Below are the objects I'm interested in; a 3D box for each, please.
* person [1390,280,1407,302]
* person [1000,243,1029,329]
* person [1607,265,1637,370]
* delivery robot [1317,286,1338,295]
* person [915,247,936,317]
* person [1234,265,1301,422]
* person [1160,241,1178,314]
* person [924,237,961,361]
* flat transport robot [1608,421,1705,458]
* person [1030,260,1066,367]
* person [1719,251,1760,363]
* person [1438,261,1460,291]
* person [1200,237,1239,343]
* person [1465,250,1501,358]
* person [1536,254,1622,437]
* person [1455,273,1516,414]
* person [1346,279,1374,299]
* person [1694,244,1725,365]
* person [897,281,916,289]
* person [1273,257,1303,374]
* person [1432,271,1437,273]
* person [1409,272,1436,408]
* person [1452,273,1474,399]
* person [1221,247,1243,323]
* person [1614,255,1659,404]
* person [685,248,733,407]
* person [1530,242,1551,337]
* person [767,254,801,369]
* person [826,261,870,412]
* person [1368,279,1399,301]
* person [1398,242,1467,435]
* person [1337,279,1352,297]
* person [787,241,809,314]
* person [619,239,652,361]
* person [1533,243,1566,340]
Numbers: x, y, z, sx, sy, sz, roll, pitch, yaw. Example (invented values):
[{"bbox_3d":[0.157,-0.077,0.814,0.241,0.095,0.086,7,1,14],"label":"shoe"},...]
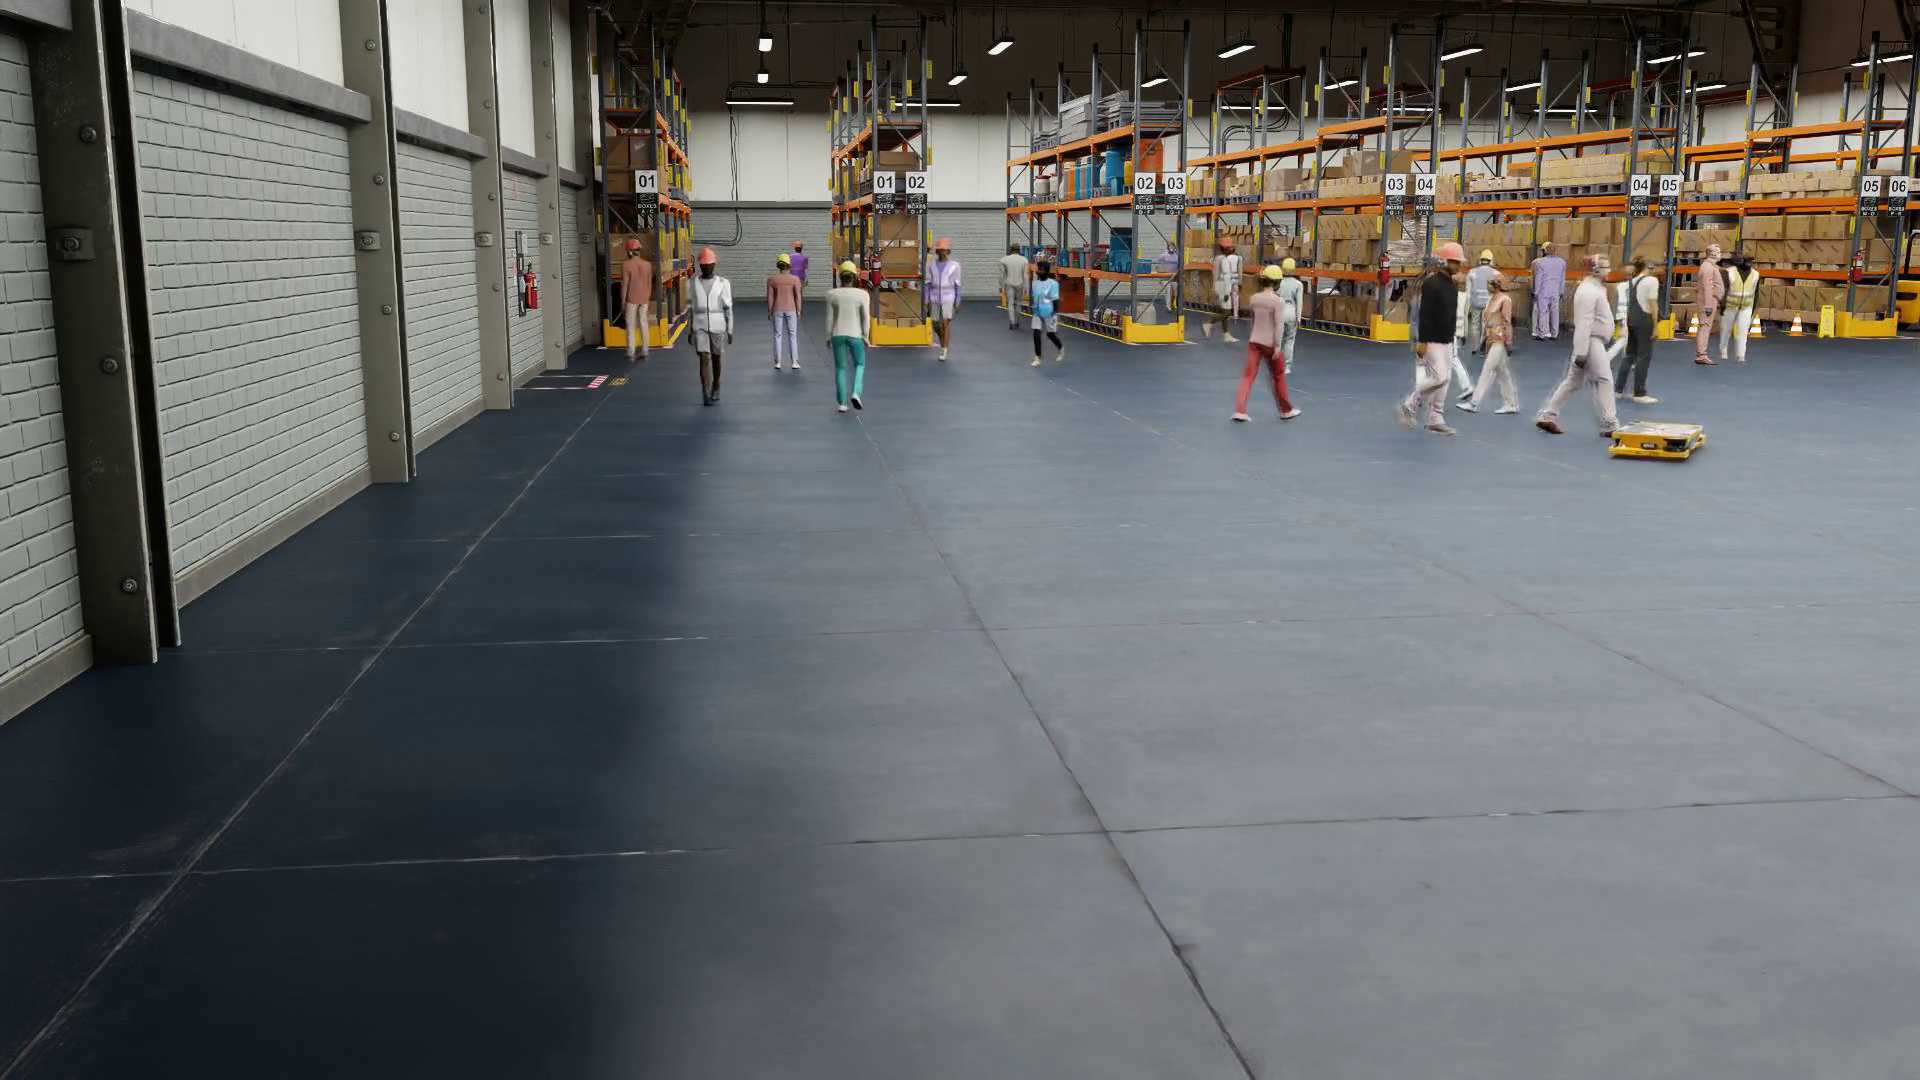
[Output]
[{"bbox_3d":[10.354,-6.137,39.581,0.592,1.916,0.392,1,10,7],"label":"person"},{"bbox_3d":[1.203,-5.616,36.792,0.639,1.903,0.990,0,10,-1],"label":"person"},{"bbox_3d":[10.038,-3.353,25.157,0.762,1.608,0.519,-3,11,-14],"label":"person"},{"bbox_3d":[10.943,-7.293,49.392,0.707,0.478,0.477,-1,10,-5],"label":"delivery robot"},{"bbox_3d":[-0.856,-6.459,41.339,0.572,1.914,0.589,-3,11,-18],"label":"person"},{"bbox_3d":[3.383,-2.158,18.311,0.913,1.720,0.525,-9,14,-40],"label":"person"},{"bbox_3d":[5.577,-6.957,44.065,0.634,1.919,0.582,-1,10,-5],"label":"person"},{"bbox_3d":[-0.269,-3.984,27.472,0.616,2.028,0.735,3,11,14],"label":"person"},{"bbox_3d":[6.582,-0.953,15.675,0.652,0.197,1.431,6,12,30],"label":"flat transport robot"},{"bbox_3d":[1.377,-3.555,26.112,0.531,1.678,0.690,8,13,38],"label":"person"},{"bbox_3d":[12.693,-3.809,27.157,0.626,1.798,0.962,2,11,12],"label":"person"},{"bbox_3d":[11.218,-5.864,38.259,0.515,1.853,0.751,0,10,0],"label":"person"},{"bbox_3d":[4.985,-4.763,31.745,0.683,2.028,0.623,-1,10,-3],"label":"person"},{"bbox_3d":[8.841,-3.977,28.068,0.616,1.797,0.767,4,11,21],"label":"person"},{"bbox_3d":[6.382,-1.971,16.901,0.969,1.866,0.654,4,11,20],"label":"person"},{"bbox_3d":[6.036,-2.235,19.034,0.815,1.595,0.520,0,10,-2],"label":"person"},{"bbox_3d":[9.499,-6.071,39.462,0.667,1.824,0.792,-1,10,-6],"label":"person"},{"bbox_3d":[11.966,-3.757,26.545,0.408,1.913,0.644,4,11,21],"label":"person"},{"bbox_3d":[-1.424,-6.979,44.334,0.585,1.866,0.713,-2,10,-9],"label":"person"},{"bbox_3d":[4.801,-3.298,24.533,0.494,1.722,0.579,3,11,15],"label":"person"},{"bbox_3d":[13.447,-7.383,46.264,0.627,1.971,0.771,-3,11,-16],"label":"person"},{"bbox_3d":[5.537,-2.331,19.543,0.503,1.619,0.502,3,11,16],"label":"person"},{"bbox_3d":[6.209,-2.577,20.952,0.524,1.604,0.839,-7,13,-34],"label":"person"},{"bbox_3d":[6.366,-6.047,39.165,0.573,1.887,0.355,-1,10,-6],"label":"person"},{"bbox_3d":[8.288,-2.570,20.352,0.359,1.806,0.648,-2,11,-13],"label":"person"},{"bbox_3d":[-3.049,-2.602,20.259,0.555,1.903,0.962,-2,10,-8],"label":"person"},{"bbox_3d":[11.858,-5.078,33.764,0.382,1.919,0.584,-7,13,-34],"label":"person"},{"bbox_3d":[-2.704,-3.509,25.586,0.527,1.768,0.331,0,10,-1],"label":"person"},{"bbox_3d":[-1.301,-2.358,19.330,0.530,1.754,0.388,1,10,4],"label":"person"},{"bbox_3d":[9.437,-5.604,36.959,0.647,1.797,0.952,0,10,-2],"label":"person"},{"bbox_3d":[4.881,-2.052,17.011,0.639,1.970,0.536,-10,14,-43],"label":"person"},{"bbox_3d":[9.345,-6.154,39.966,0.621,1.821,0.722,0,10,-2],"label":"person"},{"bbox_3d":[-4.246,-6.894,43.724,0.565,1.915,0.521,0,10,0],"label":"person"},{"bbox_3d":[-5.298,-3.913,27.172,0.381,1.995,0.617,9,14,42],"label":"person"},{"bbox_3d":[11.541,-4.868,32.652,0.651,1.906,0.403,-2,11,-13],"label":"person"}]
